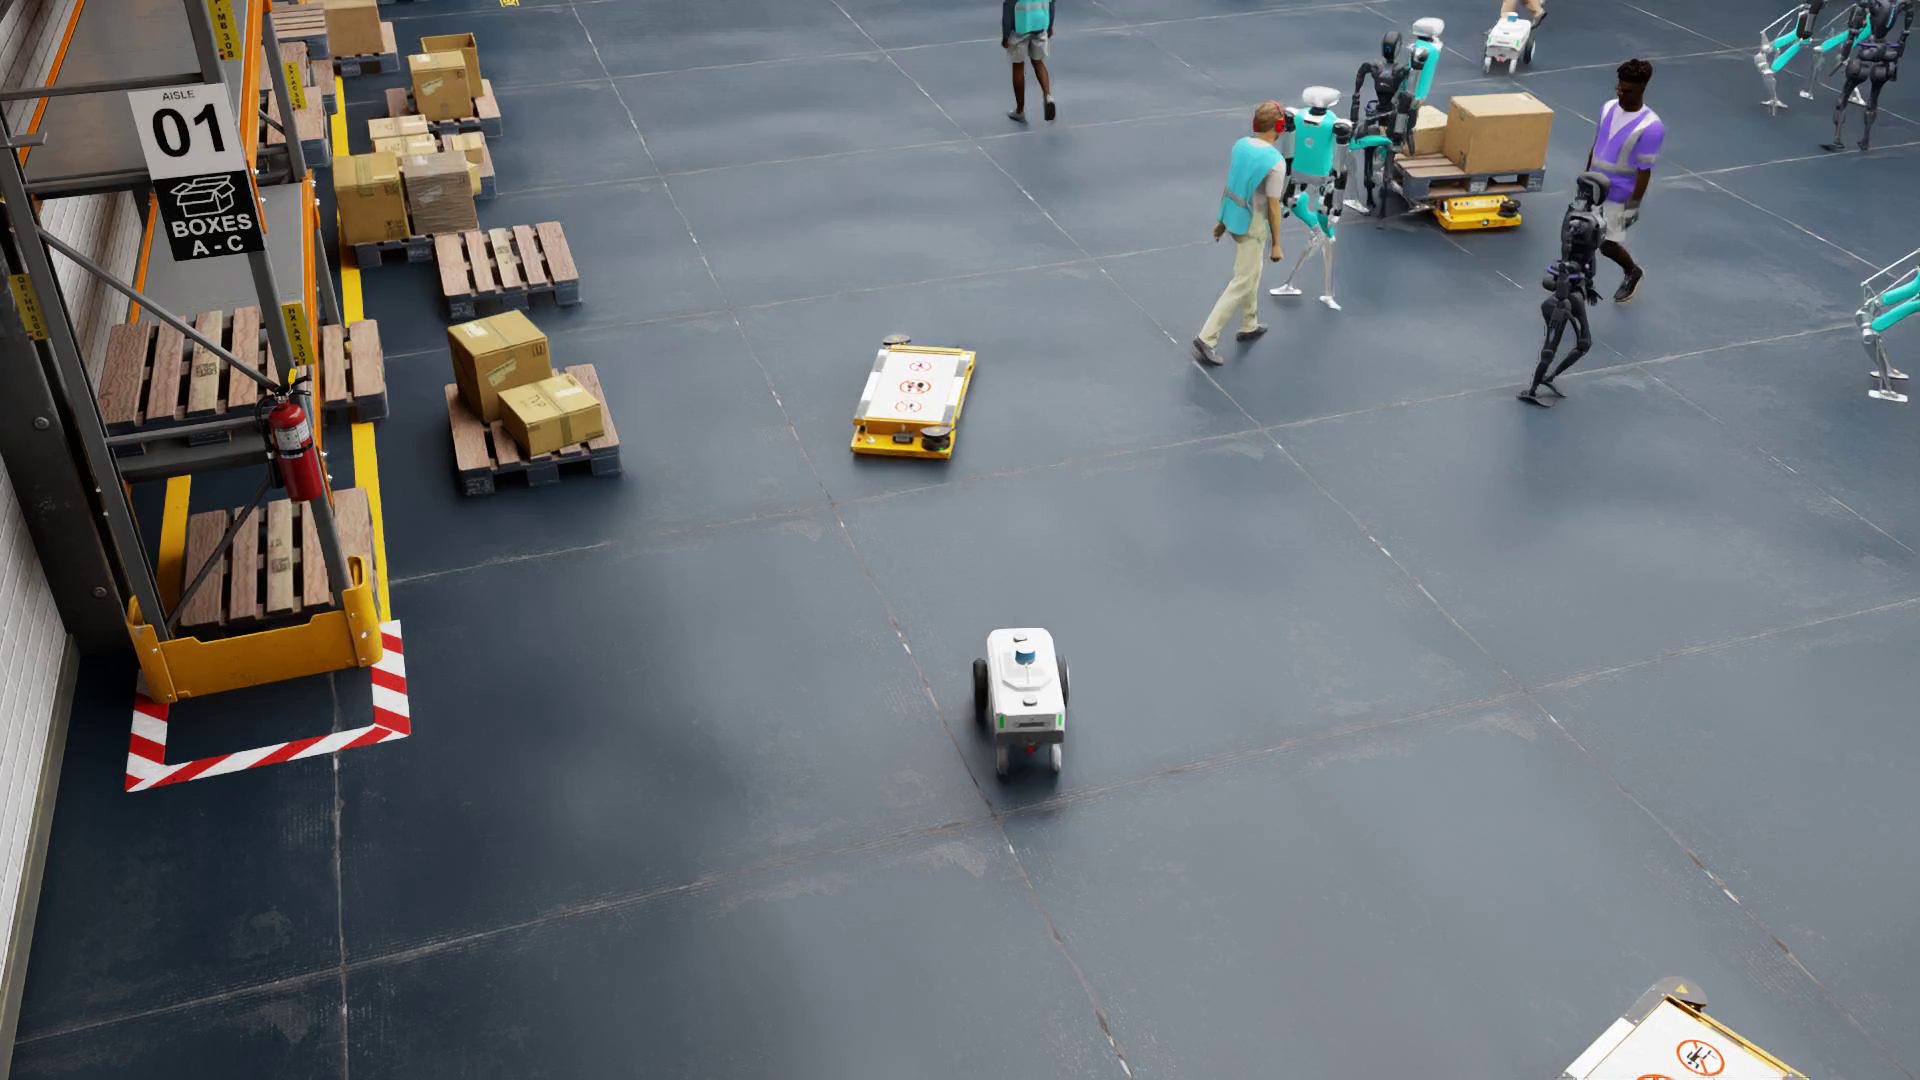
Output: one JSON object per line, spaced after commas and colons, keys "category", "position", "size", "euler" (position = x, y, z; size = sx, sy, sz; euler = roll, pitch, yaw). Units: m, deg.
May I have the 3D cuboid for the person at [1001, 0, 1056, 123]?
{"category": "person", "position": [0.672, -4.898, 15.856], "size": [0.590, 1.922, 0.561], "euler": [-15, 36, -21]}

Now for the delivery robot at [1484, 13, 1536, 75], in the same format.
{"category": "delivery robot", "position": [5.852, -5.323, 17.749], "size": [0.499, 0.581, 0.774], "euler": [15, 36, 21]}

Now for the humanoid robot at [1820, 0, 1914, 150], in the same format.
{"category": "humanoid robot", "position": [8.413, -4.418, 15.349], "size": [0.601, 1.638, 0.406], "euler": [0, 33, 1]}

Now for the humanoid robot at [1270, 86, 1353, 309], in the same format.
{"category": "humanoid robot", "position": [2.712, -2.587, 12.466], "size": [0.571, 1.762, 0.773], "euler": [20, 38, 28]}

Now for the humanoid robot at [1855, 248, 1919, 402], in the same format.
{"category": "humanoid robot", "position": [6.424, -1.809, 11.262], "size": [0.682, 1.769, 0.538], "euler": [13, 35, 19]}

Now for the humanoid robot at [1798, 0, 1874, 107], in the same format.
{"category": "humanoid robot", "position": [8.852, -5.209, 16.547], "size": [0.547, 1.818, 0.814], "euler": [-16, 37, -24]}

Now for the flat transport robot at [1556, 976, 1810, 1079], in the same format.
{"category": "flat transport robot", "position": [2.641, 2.260, 6.392], "size": [1.431, 0.231, 0.659], "euler": [-26, 41, -33]}

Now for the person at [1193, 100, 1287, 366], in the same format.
{"category": "person", "position": [1.997, -2.197, 11.824], "size": [0.709, 1.806, 0.591], "euler": [-10, 34, -15]}

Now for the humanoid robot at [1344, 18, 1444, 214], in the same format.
{"category": "humanoid robot", "position": [3.555, -3.501, 13.892], "size": [1.016, 1.734, 0.541], "euler": [17, 37, 24]}

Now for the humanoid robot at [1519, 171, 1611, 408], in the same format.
{"category": "humanoid robot", "position": [4.081, -1.663, 11.115], "size": [0.372, 1.648, 0.601], "euler": [24, 40, 32]}

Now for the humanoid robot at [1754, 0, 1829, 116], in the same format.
{"category": "humanoid robot", "position": [8.093, -5.002, 16.261], "size": [0.676, 1.878, 0.542], "euler": [14, 36, 20]}

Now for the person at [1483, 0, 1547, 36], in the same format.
{"category": "person", "position": [6.303, -6.442, 18.471], "size": [0.695, 1.649, 0.478], "euler": [-2, 33, -4]}

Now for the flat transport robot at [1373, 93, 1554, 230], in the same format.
{"category": "flat transport robot", "position": [4.308, -3.082, 14.585], "size": [0.659, 0.231, 1.431], "euler": [-5, 33, -8]}

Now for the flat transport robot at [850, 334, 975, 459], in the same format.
{"category": "flat transport robot", "position": [-0.302, -0.990, 11.376], "size": [0.659, 0.231, 1.431], "euler": [4, 33, 6]}

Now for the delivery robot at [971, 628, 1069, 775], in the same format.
{"category": "delivery robot", "position": [0.323, 0.765, 8.429], "size": [0.499, 0.601, 0.775], "euler": [-2, 33, -3]}

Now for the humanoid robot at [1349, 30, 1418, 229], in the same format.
{"category": "humanoid robot", "position": [3.537, -3.461, 13.888], "size": [0.584, 1.633, 0.462], "euler": [12, 35, 18]}

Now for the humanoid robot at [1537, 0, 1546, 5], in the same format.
{"category": "humanoid robot", "position": [6.945, -7.184, 19.562], "size": [0.558, 1.752, 1.047], "euler": [7, 34, 11]}

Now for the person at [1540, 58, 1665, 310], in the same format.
{"category": "person", "position": [4.854, -2.605, 12.325], "size": [0.769, 1.939, 0.613], "euler": [-12, 35, -18]}
